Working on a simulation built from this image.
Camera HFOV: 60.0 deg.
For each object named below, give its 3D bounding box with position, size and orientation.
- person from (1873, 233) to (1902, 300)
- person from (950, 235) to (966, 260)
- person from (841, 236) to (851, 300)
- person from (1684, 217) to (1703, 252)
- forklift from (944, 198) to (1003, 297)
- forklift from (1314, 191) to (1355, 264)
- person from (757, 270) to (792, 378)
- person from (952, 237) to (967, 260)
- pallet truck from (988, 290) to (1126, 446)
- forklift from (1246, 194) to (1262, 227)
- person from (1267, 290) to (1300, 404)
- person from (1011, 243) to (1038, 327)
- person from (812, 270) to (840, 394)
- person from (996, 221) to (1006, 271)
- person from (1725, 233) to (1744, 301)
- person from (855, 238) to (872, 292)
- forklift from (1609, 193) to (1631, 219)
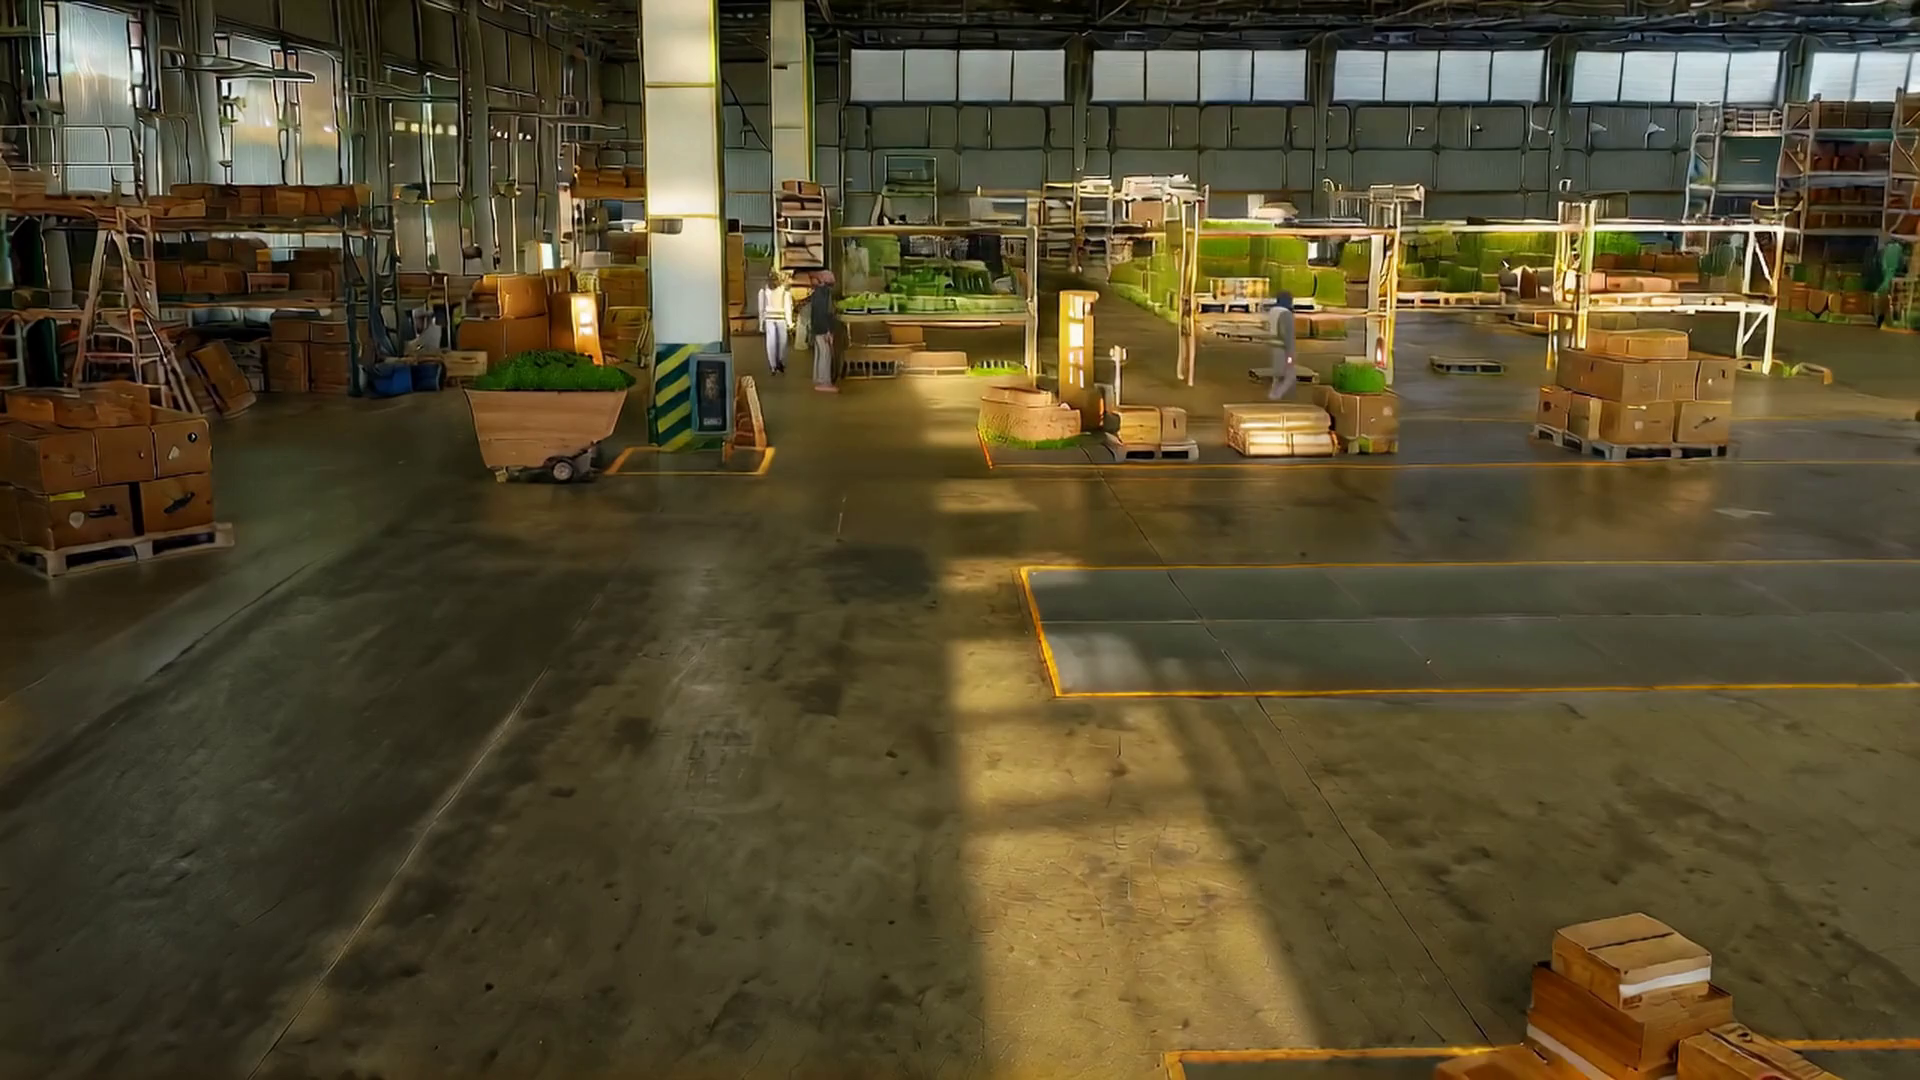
[{"bbox_3d":[25.599,-7.505,45.829,0.637,1.916,0.851,-5,13,-20],"label":"person"},{"bbox_3d":[0.007,-7.950,47.836,0.657,1.892,0.917,-10,16,-37],"label":"person"},{"bbox_3d":[-3.243,-7.557,46.320,0.730,1.789,0.533,6,14,24],"label":"person"},{"bbox_3d":[25.881,-10.390,58.691,0.625,1.972,0.475,9,16,37],"label":"person"},{"bbox_3d":[0.586,-8.148,46.510,1.873,2.768,1.129,-7,14,-27],"label":"forklift"},{"bbox_3d":[14.606,-11.993,63.869,1.129,2.768,1.873,-5,13,-21],"label":"forklift"},{"bbox_3d":[-3.230,-3.754,28.958,0.600,1.871,0.428,-1,13,-6],"label":"person"},{"bbox_3d":[-0.004,-7.680,46.984,0.487,1.744,0.314,-6,14,-25],"label":"person"},{"bbox_3d":[1.257,-2.299,22.111,1.885,1.965,0.823,-9,15,-35],"label":"pallet truck"},{"bbox_3d":[9.679,-9.988,54.817,1.873,2.768,1.129,4,13,18],"label":"forklift"},{"bbox_3d":[4.812,-2.799,24.761,0.447,1.821,0.660,-4,13,-17],"label":"person"},{"bbox_3d":[1.490,-5.877,38.408,0.629,1.936,0.372,4,13,17],"label":"person"},{"bbox_3d":[-2.198,-3.377,26.996,0.392,1.988,0.609,-6,14,-24],"label":"person"},{"bbox_3d":[1.497,-10.713,60.237,0.354,1.939,0.545,4,13,19],"label":"person"},{"bbox_3d":[21.243,-7.460,45.647,0.503,1.892,0.639,6,14,25],"label":"person"},{"bbox_3d":[-2.875,-8.173,49.468,0.585,1.623,0.408,-10,16,-39],"label":"person"},{"bbox_3d":[22.808,-10.622,57.678,1.873,2.768,1.129,0,12,-2],"label":"forklift"}]
